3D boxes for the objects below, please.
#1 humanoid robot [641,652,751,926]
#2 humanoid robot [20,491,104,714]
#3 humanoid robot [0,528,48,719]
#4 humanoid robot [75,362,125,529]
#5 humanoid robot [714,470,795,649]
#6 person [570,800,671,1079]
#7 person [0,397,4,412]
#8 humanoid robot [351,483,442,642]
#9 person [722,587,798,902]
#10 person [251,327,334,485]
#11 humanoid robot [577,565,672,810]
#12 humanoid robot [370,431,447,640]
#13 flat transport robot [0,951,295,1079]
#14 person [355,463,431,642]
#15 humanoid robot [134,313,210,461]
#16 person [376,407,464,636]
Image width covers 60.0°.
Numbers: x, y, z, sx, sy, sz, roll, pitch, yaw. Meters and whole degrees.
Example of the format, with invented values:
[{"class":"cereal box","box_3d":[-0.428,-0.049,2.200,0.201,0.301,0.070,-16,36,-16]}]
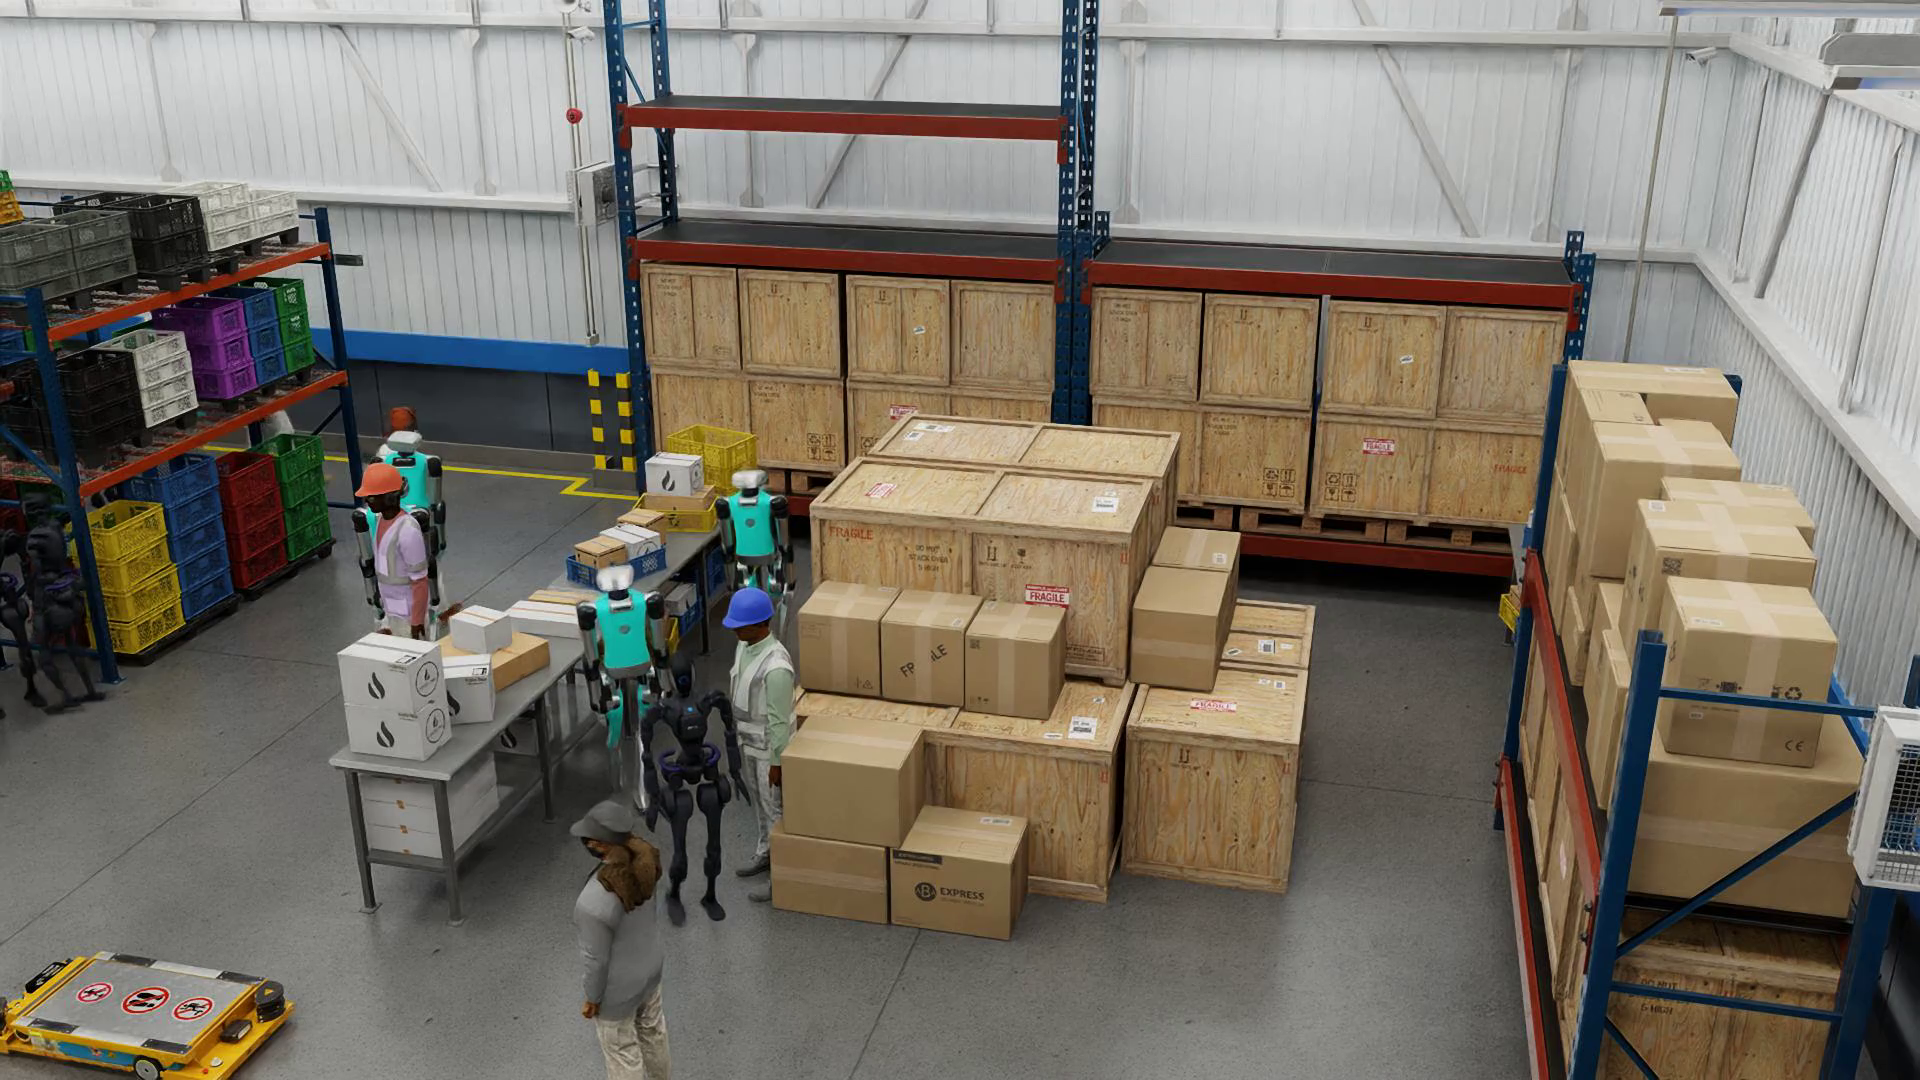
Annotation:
[{"class":"humanoid robot","box_3d":[-1.495,1.392,9.429,0.609,1.652,0.320,-10,23,-24]},{"class":"humanoid robot","box_3d":[-6.481,0.432,11.931,0.331,1.651,0.590,-3,21,-8]},{"class":"humanoid robot","box_3d":[-6.861,0.471,11.842,0.339,1.645,0.609,19,28,41]},{"class":"humanoid robot","box_3d":[-7.970,-0.861,15.315,0.611,1.643,0.364,2,21,6]},{"class":"humanoid robot","box_3d":[-1.465,0.256,12.311,0.561,1.734,1.011,2,21,4]},{"class":"person","box_3d":[-1.549,2.001,7.707,0.398,1.769,0.567,7,22,18]},{"class":"person","box_3d":[-9.483,-1.268,16.212,0.593,1.812,0.661,10,23,25]},{"class":"humanoid robot","box_3d":[-3.967,0.303,12.007,0.533,1.677,0.735,0,21,0]},{"class":"person","box_3d":[-1.147,1.165,9.667,0.411,1.939,0.602,-10,23,-23]},{"class":"person","box_3d":[-6.750,-1.368,16.500,0.934,1.779,0.689,-3,21,-7]},{"class":"humanoid robot","box_3d":[-2.129,0.976,10.600,0.551,1.901,0.745,-7,22,-17]},{"class":"humanoid robot","box_3d":[-4.210,0.093,12.698,0.548,1.776,0.680,-2,21,-6]},{"class":"flat transport robot","box_3d":[-4.270,2.464,8.601,1.431,0.231,0.659,5,22,13]},{"class":"person","box_3d":[-3.837,0.445,11.400,0.390,2.040,0.613,-15,25,-34]},{"class":"humanoid robot","box_3d":[-7.906,-1.459,16.890,0.541,1.820,0.780,-1,21,-2]},{"class":"person","box_3d":[-4.388,-0.144,13.232,0.589,1.823,0.864,16,26,36]}]
